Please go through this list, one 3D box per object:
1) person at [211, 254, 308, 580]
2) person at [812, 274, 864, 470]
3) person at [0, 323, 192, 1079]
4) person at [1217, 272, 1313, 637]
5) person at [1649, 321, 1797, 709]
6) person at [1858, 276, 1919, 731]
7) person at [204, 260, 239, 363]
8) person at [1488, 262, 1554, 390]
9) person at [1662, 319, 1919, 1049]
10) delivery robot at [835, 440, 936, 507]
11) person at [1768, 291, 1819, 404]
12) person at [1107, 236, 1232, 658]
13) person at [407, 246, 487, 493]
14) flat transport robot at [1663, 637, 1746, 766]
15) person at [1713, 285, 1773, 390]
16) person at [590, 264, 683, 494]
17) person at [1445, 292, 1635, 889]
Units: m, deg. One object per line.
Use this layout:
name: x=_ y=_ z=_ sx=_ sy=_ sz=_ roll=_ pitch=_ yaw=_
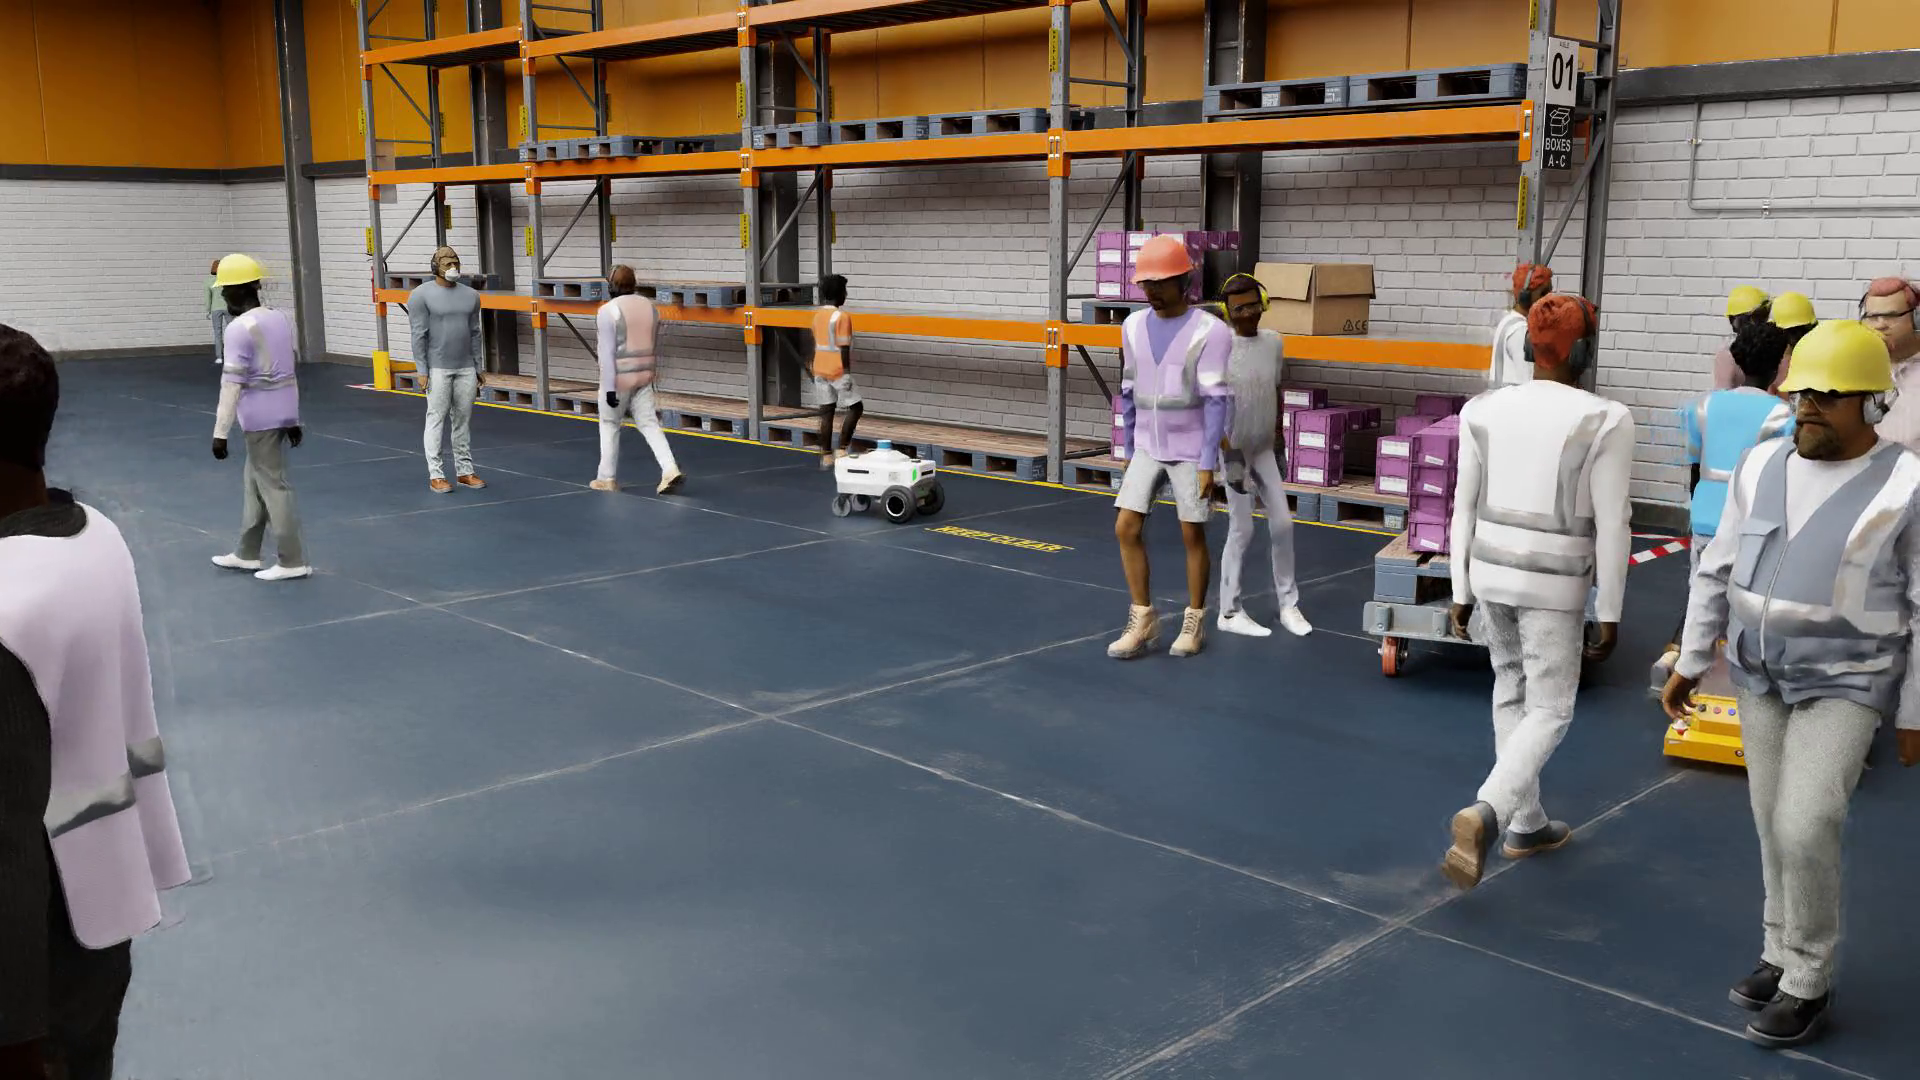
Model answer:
person: x=-4.204 y=-0.698 z=9.701 sx=0.732 sy=1.904 sz=0.617 roll=1 pitch=10 yaw=3
person: x=-1.041 y=-1.442 z=14.337 sx=0.439 sy=1.686 sz=0.555 roll=-8 pitch=13 yaw=-36
person: x=-1.413 y=0.599 z=2.655 sx=0.697 sy=1.898 sz=0.605 roll=-2 pitch=11 yaw=-12
person: x=1.519 y=-0.412 z=8.356 sx=0.575 sy=1.844 sz=0.516 roll=-6 pitch=12 yaw=-30
person: x=3.159 y=-0.052 z=6.799 sx=0.573 sy=1.679 sz=0.540 roll=-6 pitch=12 yaw=-29
person: x=3.623 y=-0.093 z=6.546 sx=0.631 sy=1.850 sz=0.968 roll=5 pitch=12 yaw=25
person: x=-11.682 y=-3.612 z=26.348 sx=0.498 sy=1.634 sz=0.280 roll=-5 pitch=11 yaw=-25
person: x=3.231 y=-0.652 z=9.566 sx=0.425 sy=1.868 sz=0.583 roll=3 pitch=11 yaw=17
person: x=2.087 y=0.358 z=4.213 sx=0.576 sy=1.815 sz=0.601 roll=-5 pitch=12 yaw=-26
delivery robot: x=-0.542 y=-0.475 z=11.931 sx=0.707 sy=0.478 sz=0.477 roll=6 pitch=12 yaw=27
person: x=4.277 y=-0.393 z=8.519 sx=0.569 sy=1.733 sz=0.432 roll=-5 pitch=11 yaw=-23
person: x=0.974 y=-0.412 z=7.862 sx=0.635 sy=2.008 sz=0.715 roll=8 pitch=13 yaw=38
person: x=-4.042 y=-1.351 z=13.192 sx=0.372 sy=1.940 sz=0.631 roll=8 pitch=13 yaw=38
flat transport robot: x=3.319 y=0.654 z=6.803 sx=0.652 sy=0.197 sz=1.431 roll=6 pitch=12 yaw=29
person: x=4.607 y=-0.589 z=9.555 sx=0.550 sy=1.738 sz=0.678 roll=-1 pitch=10 yaw=-8
person: x=-2.564 y=-1.250 z=13.017 sx=0.911 sy=1.814 sz=0.626 roll=8 pitch=13 yaw=39
person: x=1.744 y=0.168 z=5.165 sx=0.806 sy=1.860 sz=0.578 roll=-10 pitch=14 yaw=-42
